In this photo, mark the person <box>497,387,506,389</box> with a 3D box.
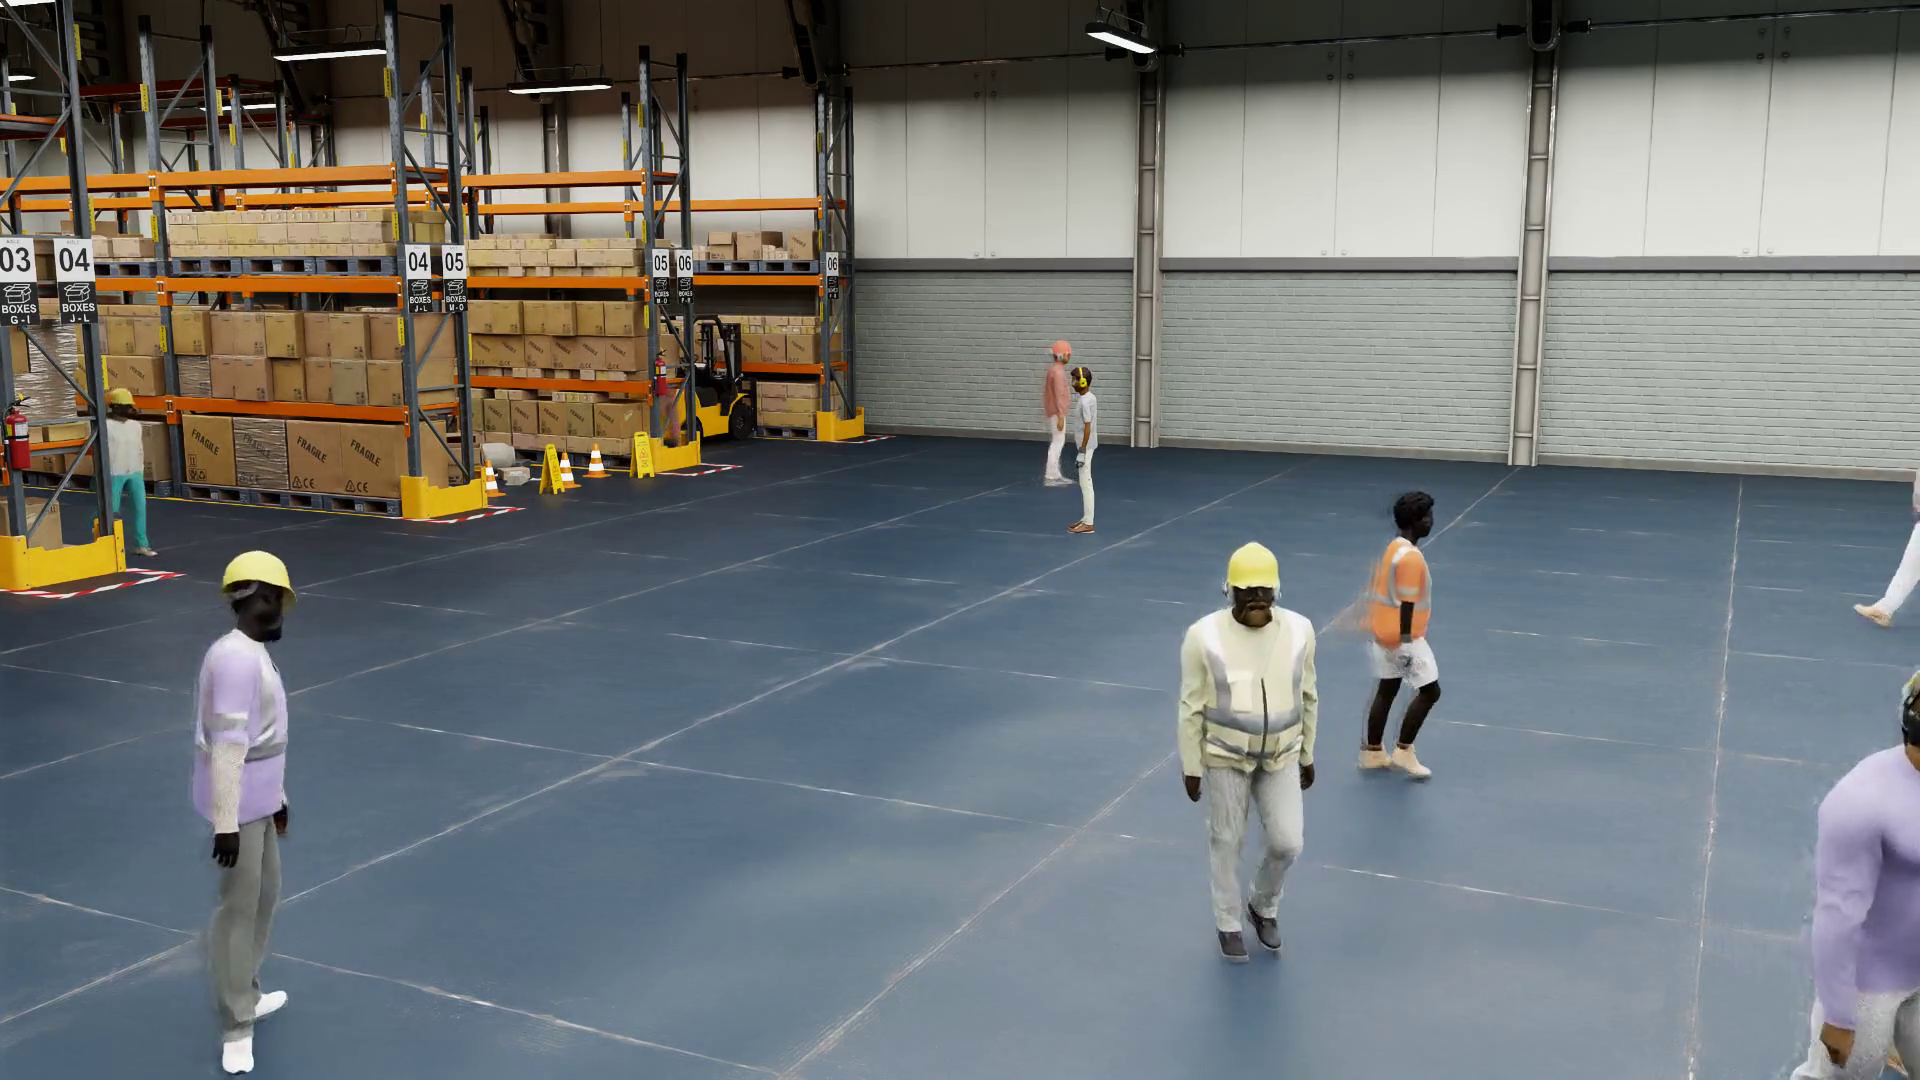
[{"bbox_3d":[-7.569,-2.339,27.525,0.519,1.622,0.528,4,10,23],"label":"person"}]

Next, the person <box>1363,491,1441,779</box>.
[{"bbox_3d":[2.591,0.552,9.618,0.501,1.675,0.549,1,9,3],"label":"person"}]

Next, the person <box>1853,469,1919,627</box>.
[{"bbox_3d":[7.794,-0.133,13.443,0.901,1.802,0.654,2,9,9],"label":"person"}]

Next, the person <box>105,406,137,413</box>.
[{"bbox_3d":[-12.516,-2.012,24.672,0.739,1.916,0.560,5,10,28],"label":"person"}]

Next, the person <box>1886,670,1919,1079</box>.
[{"bbox_3d":[3.654,1.069,5.992,0.627,1.836,0.430,-3,10,-18],"label":"person"}]

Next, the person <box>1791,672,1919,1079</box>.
[{"bbox_3d":[2.675,1.264,4.638,0.646,1.884,0.966,-3,10,-16],"label":"person"}]

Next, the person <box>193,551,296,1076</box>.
[{"bbox_3d":[-2.679,1.005,6.273,0.385,1.879,0.740,-3,10,-17],"label":"person"}]

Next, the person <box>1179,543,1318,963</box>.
[{"bbox_3d":[1.222,0.906,7.041,0.618,1.816,0.422,-1,9,-6],"label":"person"}]

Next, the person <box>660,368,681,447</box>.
[{"bbox_3d":[-4.739,-2.264,26.407,1.005,1.848,0.688,4,10,25],"label":"person"}]

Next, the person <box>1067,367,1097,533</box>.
[{"bbox_3d":[1.373,-1.007,18.630,0.329,1.865,0.510,1,9,7],"label":"person"}]

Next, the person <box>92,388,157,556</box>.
[{"bbox_3d":[-8.666,-0.700,17.128,0.729,1.742,0.529,5,11,29],"label":"person"}]

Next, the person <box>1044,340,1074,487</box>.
[{"bbox_3d":[1.355,-1.729,22.659,0.398,1.991,0.624,-1,9,-3],"label":"person"}]
